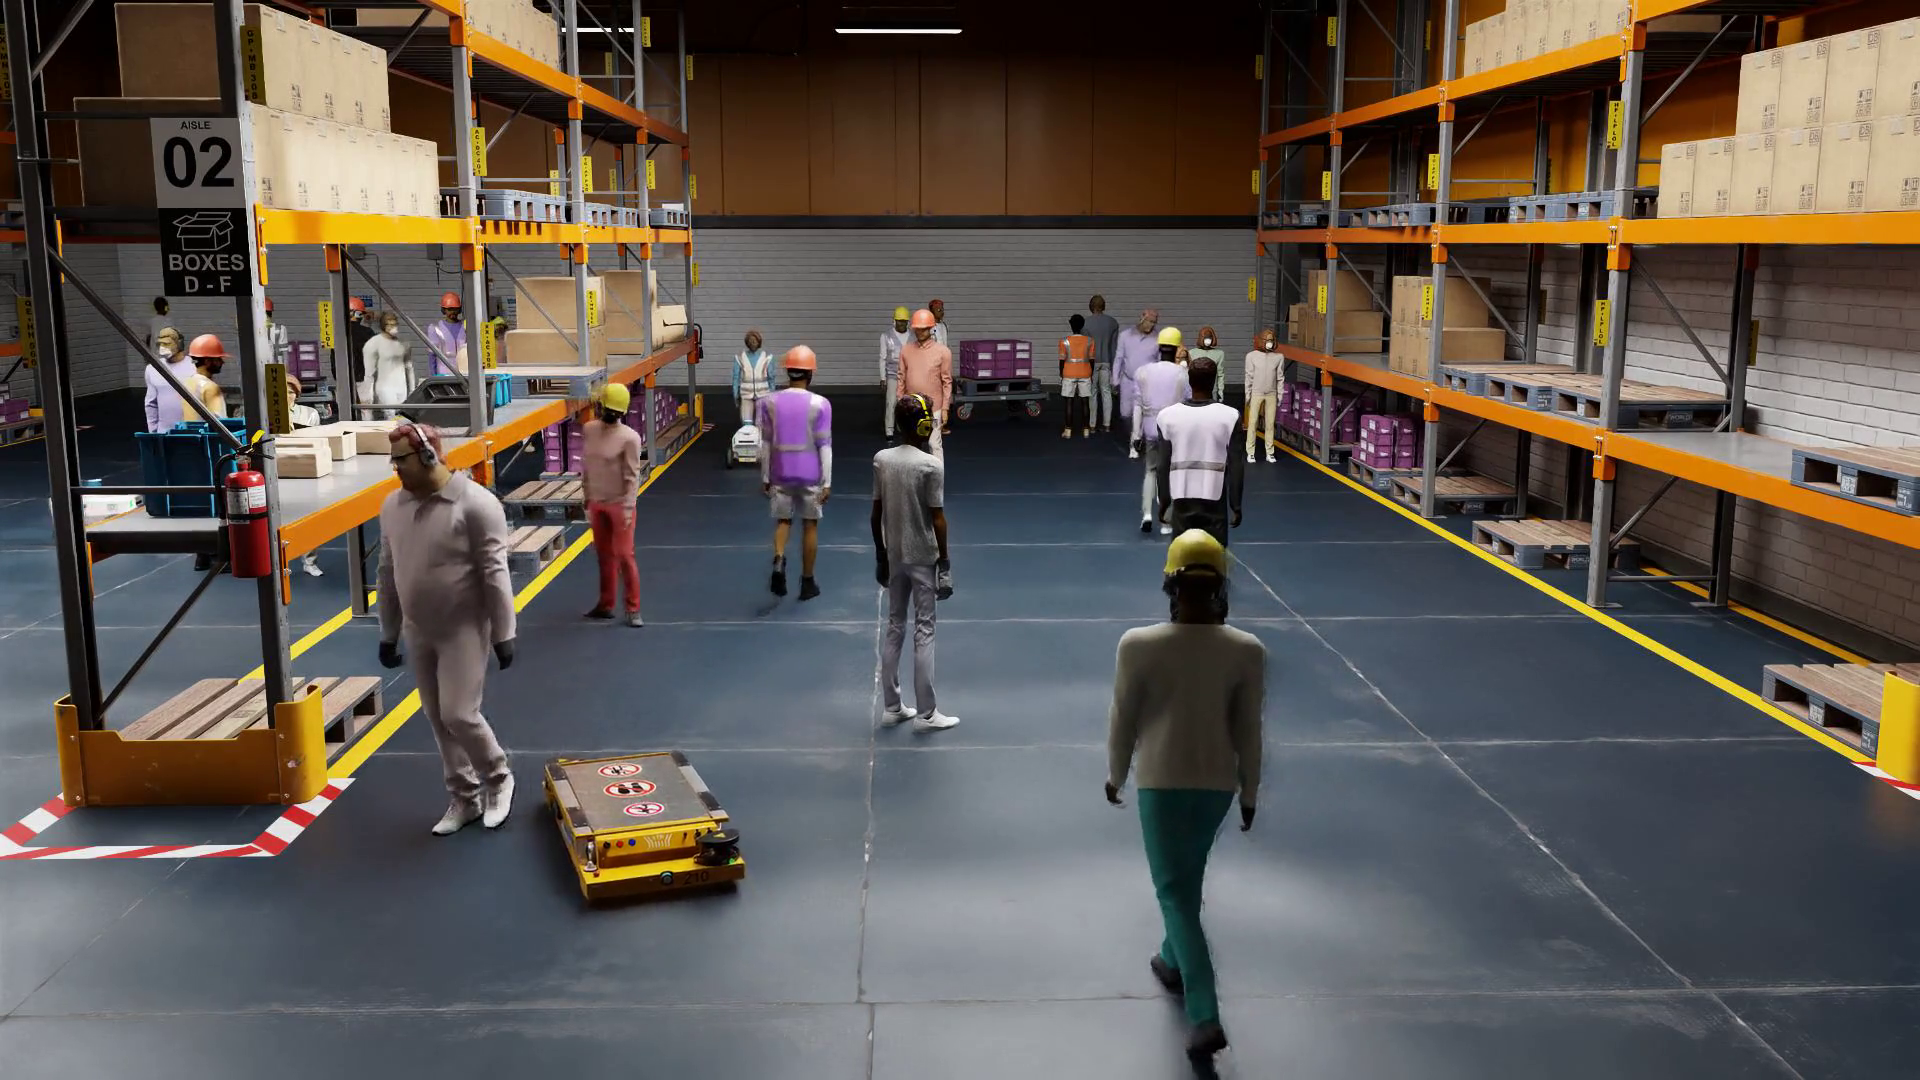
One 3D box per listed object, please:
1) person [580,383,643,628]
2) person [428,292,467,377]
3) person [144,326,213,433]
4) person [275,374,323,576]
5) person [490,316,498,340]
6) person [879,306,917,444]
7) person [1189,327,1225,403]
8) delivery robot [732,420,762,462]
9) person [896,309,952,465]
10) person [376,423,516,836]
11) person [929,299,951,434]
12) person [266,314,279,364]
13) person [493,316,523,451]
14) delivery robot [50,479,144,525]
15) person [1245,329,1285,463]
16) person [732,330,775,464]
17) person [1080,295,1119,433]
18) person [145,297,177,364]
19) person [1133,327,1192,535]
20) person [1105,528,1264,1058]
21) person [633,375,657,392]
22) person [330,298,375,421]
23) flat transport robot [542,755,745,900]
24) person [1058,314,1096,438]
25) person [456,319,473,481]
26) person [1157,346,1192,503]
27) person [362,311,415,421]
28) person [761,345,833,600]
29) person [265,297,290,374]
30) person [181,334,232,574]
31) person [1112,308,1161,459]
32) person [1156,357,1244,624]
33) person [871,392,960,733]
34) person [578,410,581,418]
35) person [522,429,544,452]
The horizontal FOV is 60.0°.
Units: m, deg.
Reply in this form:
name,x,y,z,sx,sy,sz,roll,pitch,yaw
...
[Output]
name,x,y,z,sx,sy,sz,roll,pitch,yaw
person,-2.490,-0.248,11.627,0.674,1.720,0.333,7,12,33
person,-6.404,-2.112,21.106,0.616,2.041,0.378,-6,12,-29
person,-6.944,-0.934,14.832,0.635,1.937,0.353,1,10,7
person,-5.332,-0.502,13.264,0.513,1.639,0.311,-8,13,-37
person,-6.288,-2.210,22.666,0.539,1.677,0.527,1,10,8
person,-0.785,-2.198,22.178,0.601,1.827,0.403,-3,11,-18
person,3.041,-1.829,20.661,0.500,1.636,0.282,-1,10,-4
delivery robot,-2.516,-1.185,19.824,0.477,0.478,0.707,0,10,-2
person,-0.379,-1.380,17.159,0.611,1.996,0.375,4,11,21
person,-2.338,0.411,7.502,0.665,1.883,0.420,4,11,23
person,-0.337,-2.396,23.131,0.340,1.882,0.586,7,12,34
person,-8.776,-1.933,20.794,0.602,1.803,0.667,7,12,35
person,-5.836,-2.017,21.497,0.543,1.726,0.741,7,12,33
delivery robot,-7.721,-0.299,14.889,0.707,0.478,0.477,-1,10,-8
person,3.699,-1.747,20.239,0.497,1.629,0.277,-1,10,-7
person,-2.506,-1.754,20.297,0.519,1.619,0.585,0,10,-2
person,1.930,-2.470,23.398,0.638,1.935,0.357,-5,12,-28
person,-12.402,-2.866,25.930,0.548,1.815,0.965,-1,10,-3
person,1.887,-0.986,15.201,0.600,1.912,0.404,4,11,22
person,0.789,0.828,5.625,0.514,1.721,0.890,-3,10,-14
person,-4.816,-2.805,25.289,0.543,1.928,0.374,-1,10,-7
person,-7.524,-2.020,20.762,0.612,1.984,0.401,2,10,10
flat transport robot,-1.451,1.227,7.444,0.652,0.197,1.431,-4,11,-21
person,1.595,-2.234,22.741,0.535,1.700,0.317,-2,10,-9
person,-5.205,-1.471,17.890,0.399,1.919,0.588,0,10,-1
person,2.218,-1.177,17.036,0.503,1.632,0.274,-6,12,-32
person,-6.643,-1.714,19.319,1.013,1.900,0.633,6,12,28
person,-1.221,-0.480,12.350,0.562,1.920,0.543,2,10,10
person,-9.283,-2.279,22.332,0.552,1.936,0.358,-3,11,-19
person,-6.067,-0.694,13.498,0.549,1.936,0.377,10,14,43
person,2.257,-1.972,20.821,0.671,1.864,0.748,3,11,16
person,1.606,-0.265,11.166,0.587,1.918,0.387,3,11,18
person,-0.251,0.124,9.134,0.534,1.869,0.315,8,13,38
person,-5.758,-2.877,25.464,0.680,2.003,0.693,2,10,11
person,-5.430,-2.043,21.325,0.618,1.836,0.430,-6,12,-32
